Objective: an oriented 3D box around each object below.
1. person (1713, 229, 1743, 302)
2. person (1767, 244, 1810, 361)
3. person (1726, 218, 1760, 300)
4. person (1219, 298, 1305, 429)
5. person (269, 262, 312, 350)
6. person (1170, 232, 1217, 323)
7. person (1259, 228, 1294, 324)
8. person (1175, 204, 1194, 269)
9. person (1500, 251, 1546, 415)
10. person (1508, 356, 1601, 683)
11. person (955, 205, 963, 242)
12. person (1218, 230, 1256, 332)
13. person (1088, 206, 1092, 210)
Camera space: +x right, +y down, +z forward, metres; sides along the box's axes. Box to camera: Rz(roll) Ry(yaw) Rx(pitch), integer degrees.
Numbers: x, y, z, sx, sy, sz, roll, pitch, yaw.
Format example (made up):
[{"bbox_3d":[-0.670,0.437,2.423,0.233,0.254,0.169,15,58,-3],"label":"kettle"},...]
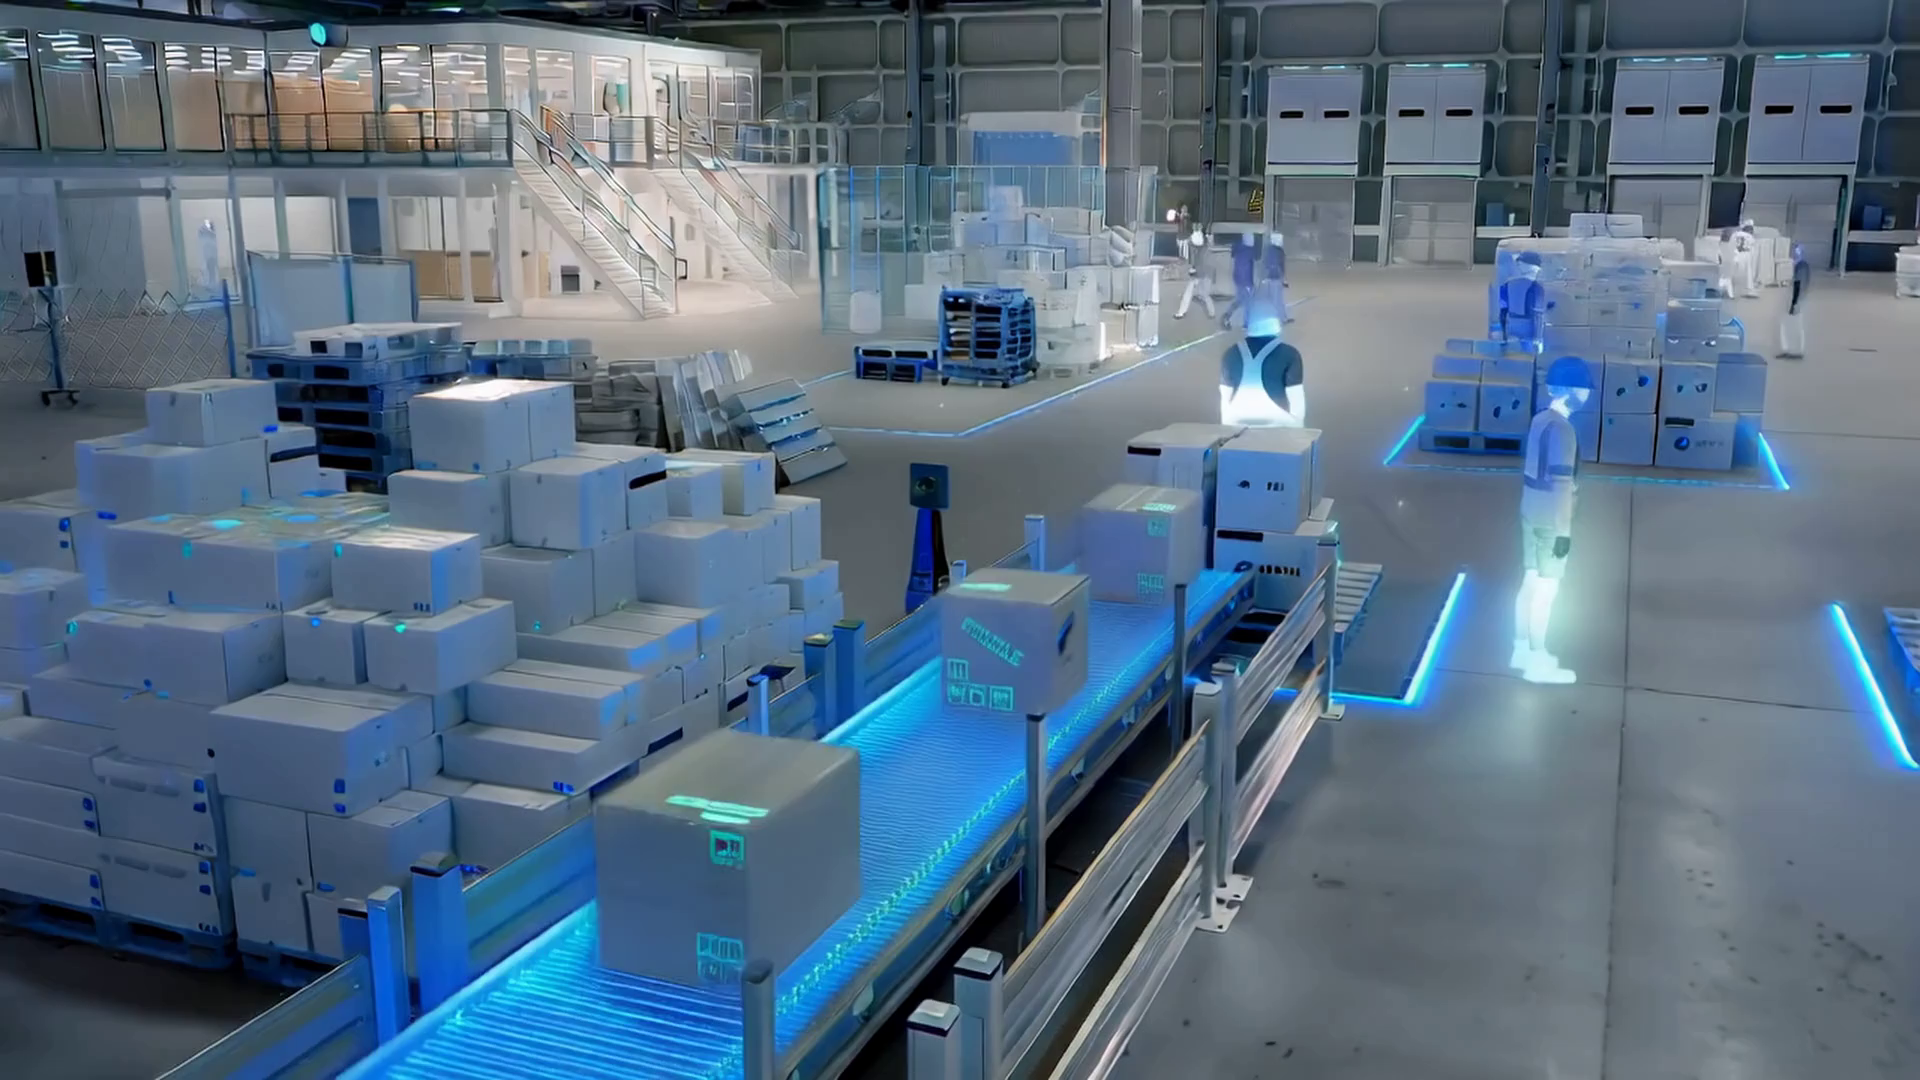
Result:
[{"bbox_3d":[17.521,-6.282,38.126,0.858,1.646,0.551,11,17,41],"label":"person"},{"bbox_3d":[13.221,-3.775,26.460,0.687,1.838,0.577,12,17,43],"label":"person"},{"bbox_3d":[18.332,-6.557,38.847,0.612,1.880,0.932,-4,13,-17],"label":"person"},{"bbox_3d":[2.424,-0.912,13.174,0.746,2.000,0.536,10,16,38],"label":"person"},{"bbox_3d":[-8.465,-2.574,21.022,0.541,1.864,0.615,9,16,36],"label":"person"},{"bbox_3d":[4.671,-5.159,32.792,0.947,1.790,0.625,-4,13,-18],"label":"person"},{"bbox_3d":[6.172,-5.094,32.304,0.976,1.867,0.627,-5,13,-20],"label":"person"},{"bbox_3d":[6.858,-9.234,50.647,0.629,1.978,0.619,-4,13,-18],"label":"person"},{"bbox_3d":[6.868,-2.494,20.279,0.394,2.038,0.605,-9,15,-34],"label":"person"},{"bbox_3d":[3.539,-0.125,9.887,0.376,1.932,0.551,0,13,2],"label":"person"},{"bbox_3d":[-0.010,-9.257,50.858,0.375,1.931,0.542,-11,16,-40],"label":"person"},{"bbox_3d":[5.207,-4.779,30.830,0.848,1.916,0.637,-3,13,-12],"label":"person"},{"bbox_3d":[3.803,-9.133,50.343,0.624,1.922,0.835,11,17,41],"label":"person"}]
